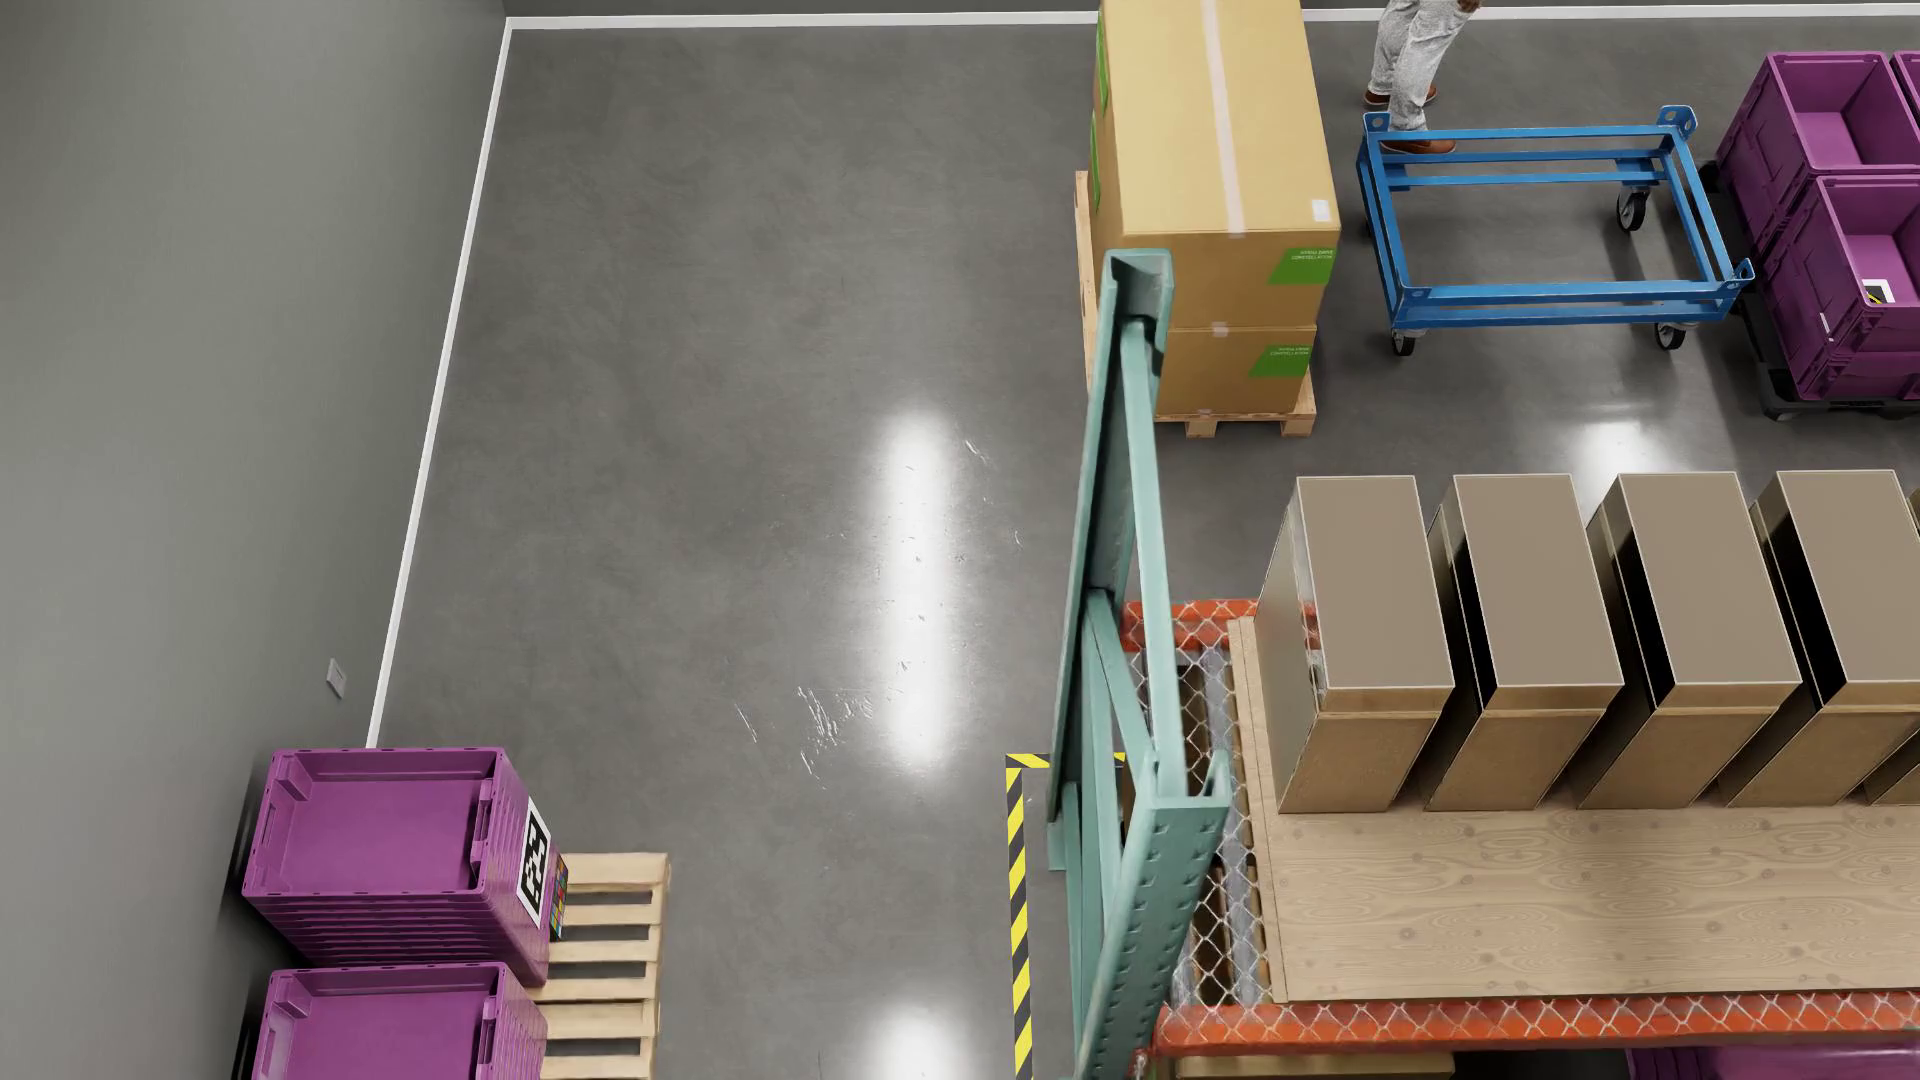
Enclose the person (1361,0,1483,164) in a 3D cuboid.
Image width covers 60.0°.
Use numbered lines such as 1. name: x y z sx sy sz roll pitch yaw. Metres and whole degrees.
1. person: 1.825 -2.233 6.071 0.365 1.939 0.636 -3 58 -2
